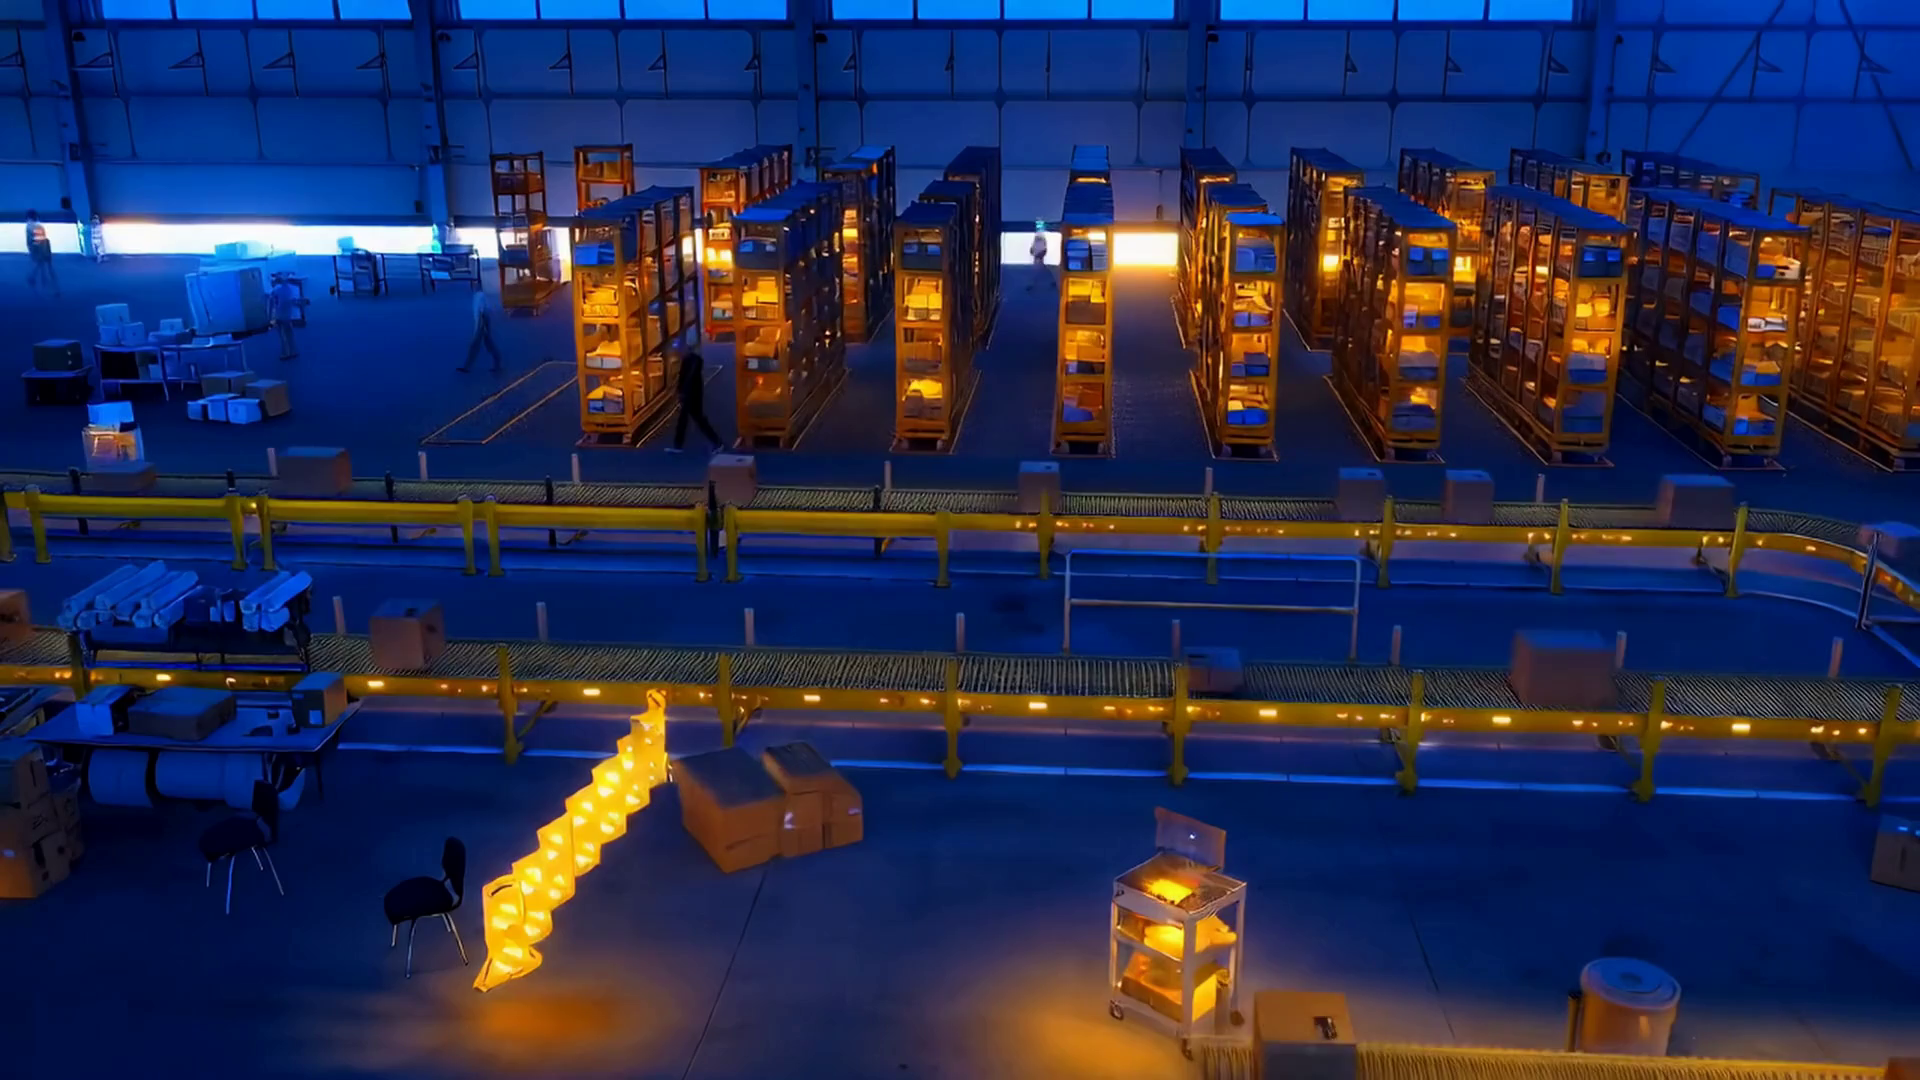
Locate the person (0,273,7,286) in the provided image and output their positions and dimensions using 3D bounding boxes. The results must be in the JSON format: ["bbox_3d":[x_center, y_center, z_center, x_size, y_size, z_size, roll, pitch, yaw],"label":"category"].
[{"bbox_3d":[-24.456,-7.231,41.495,1.004,1.855,0.652,-11,21,-31],"label":"person"}]

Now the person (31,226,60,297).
[{"bbox_3d":[-22.120,-6.723,40.093,0.843,1.714,0.487,13,22,35],"label":"person"}]

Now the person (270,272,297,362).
[{"bbox_3d":[-13.273,-4.376,32.574,0.329,1.751,0.571,7,19,20],"label":"person"}]

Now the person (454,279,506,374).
[{"bbox_3d":[-9.104,-4.026,31.383,0.964,1.795,0.567,-4,18,-12],"label":"person"}]

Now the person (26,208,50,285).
[{"bbox_3d":[-23.335,-7.390,41.930,0.482,1.892,0.622,-15,23,-39],"label":"person"}]

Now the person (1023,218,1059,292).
[{"bbox_3d":[1.988,-6.963,40.702,0.812,1.808,0.599,-2,18,-7],"label":"person"}]

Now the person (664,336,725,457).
[{"bbox_3d":[-4.086,-2.206,25.499,0.960,1.870,0.635,0,17,1],"label":"person"}]
